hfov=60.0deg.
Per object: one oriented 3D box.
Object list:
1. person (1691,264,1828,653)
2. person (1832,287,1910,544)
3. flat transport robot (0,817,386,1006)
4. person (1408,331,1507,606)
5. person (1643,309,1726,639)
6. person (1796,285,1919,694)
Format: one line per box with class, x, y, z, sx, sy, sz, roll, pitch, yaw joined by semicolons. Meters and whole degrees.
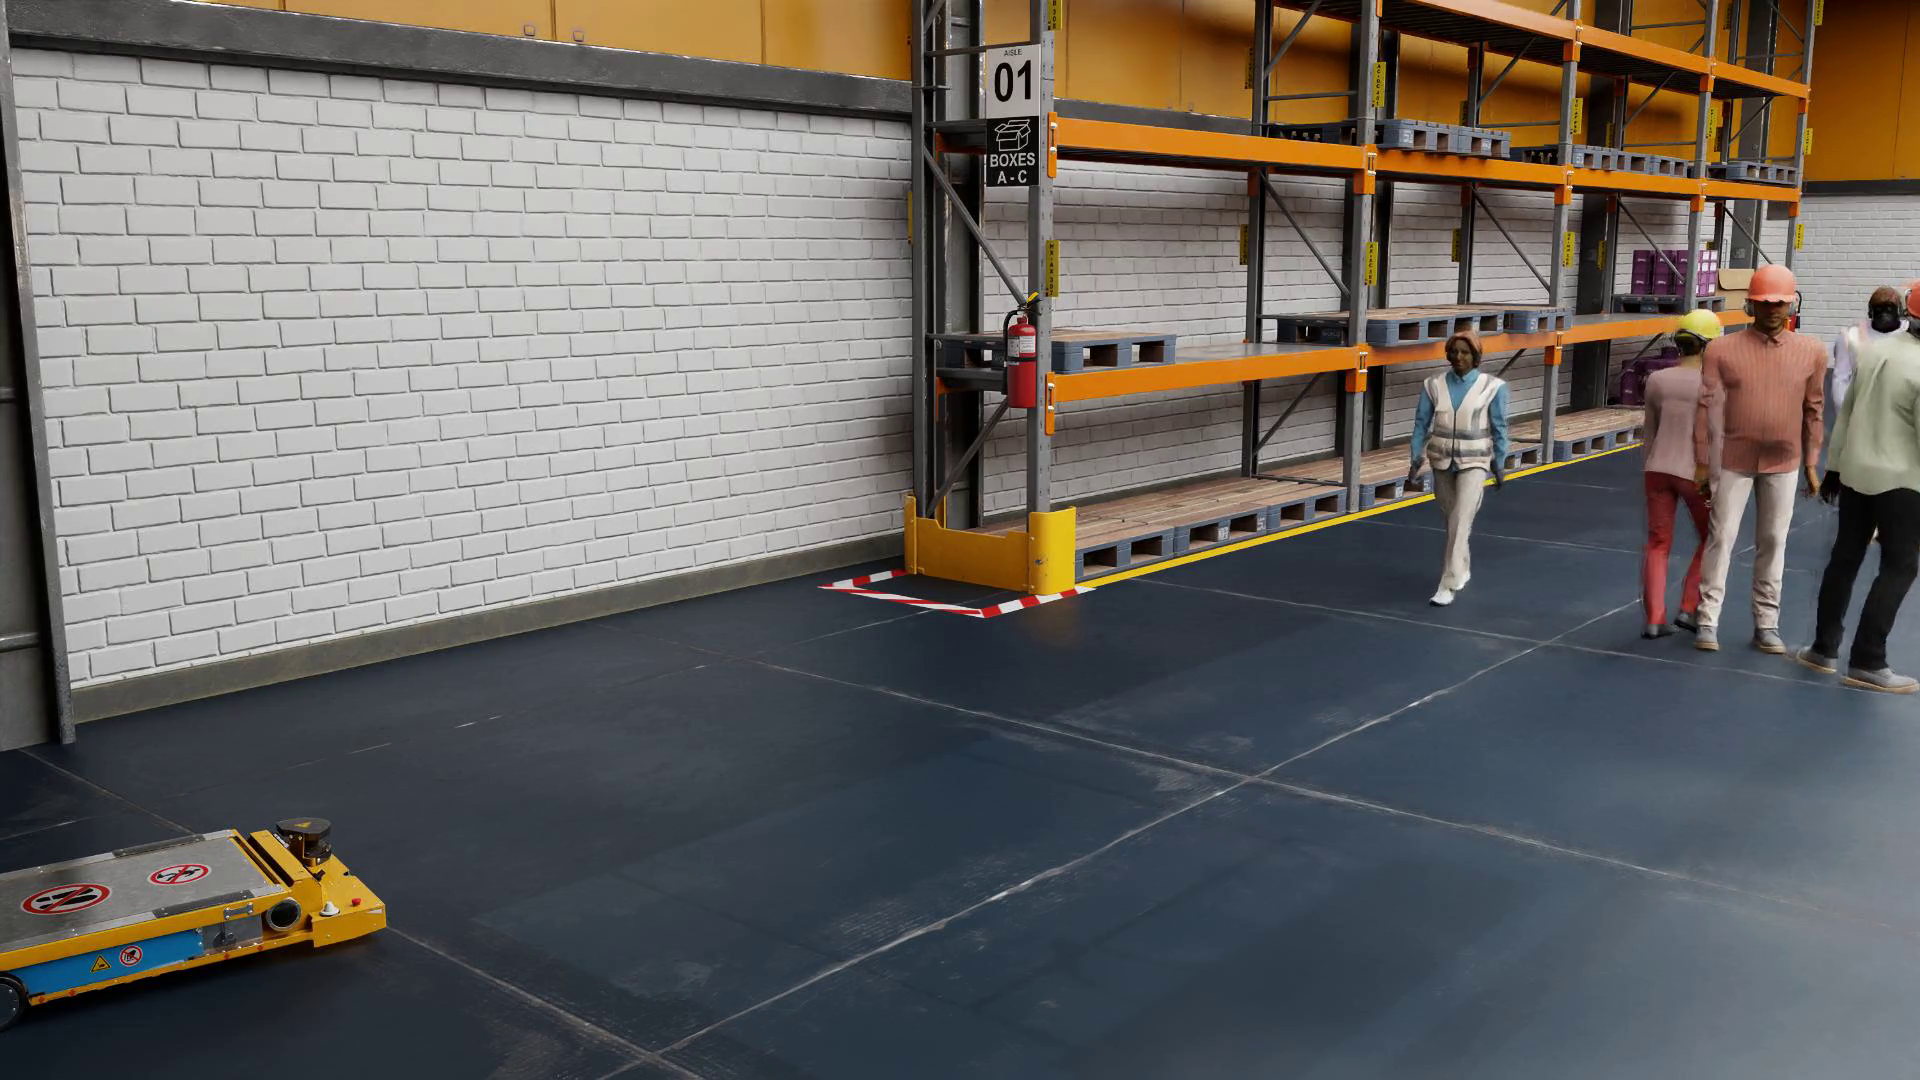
person;4.081;-0.404;8.519;0.622;1.990;0.401;2;10;13
person;6.422;-0.855;11.639;0.637;1.793;0.944;7;12;35
flat transport robot;-2.488;1.106;4.817;1.431;0.197;0.652;-7;12;-36
person;2.951;-0.443;9.870;0.533;1.592;0.855;7;12;35
person;3.836;-0.337;8.812;0.437;1.751;0.533;-7;12;-36
person;4.381;-0.270;7.930;0.389;1.950;0.778;-1;10;-8
